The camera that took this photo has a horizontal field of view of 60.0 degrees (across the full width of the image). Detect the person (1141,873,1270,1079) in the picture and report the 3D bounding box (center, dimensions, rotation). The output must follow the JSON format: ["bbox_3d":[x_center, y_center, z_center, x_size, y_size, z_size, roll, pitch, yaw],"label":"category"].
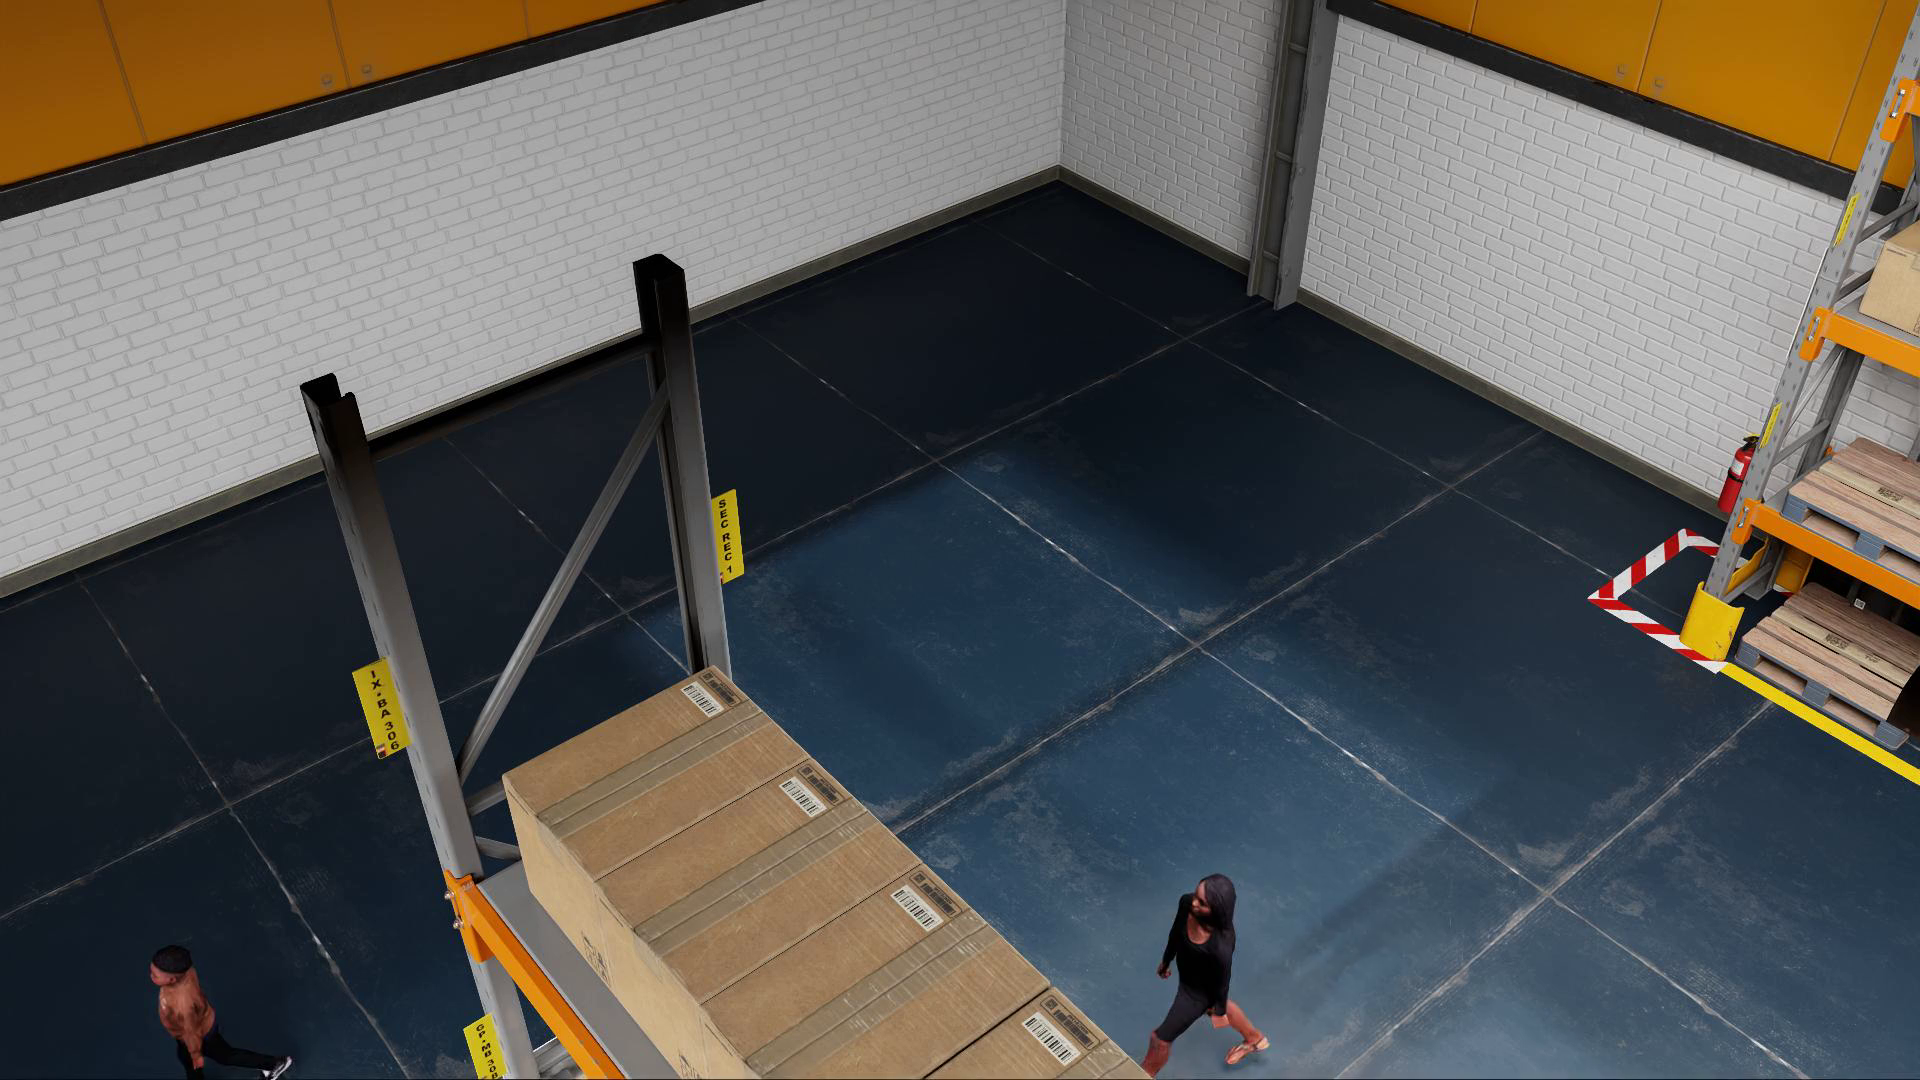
[{"bbox_3d":[1.334,2.347,8.805,1.053,1.671,1.245,-10,40,-12],"label":"person"}]

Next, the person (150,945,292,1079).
[{"bbox_3d":[-3.994,2.582,8.861,0.725,1.234,0.885,-17,42,-20],"label":"person"}]
